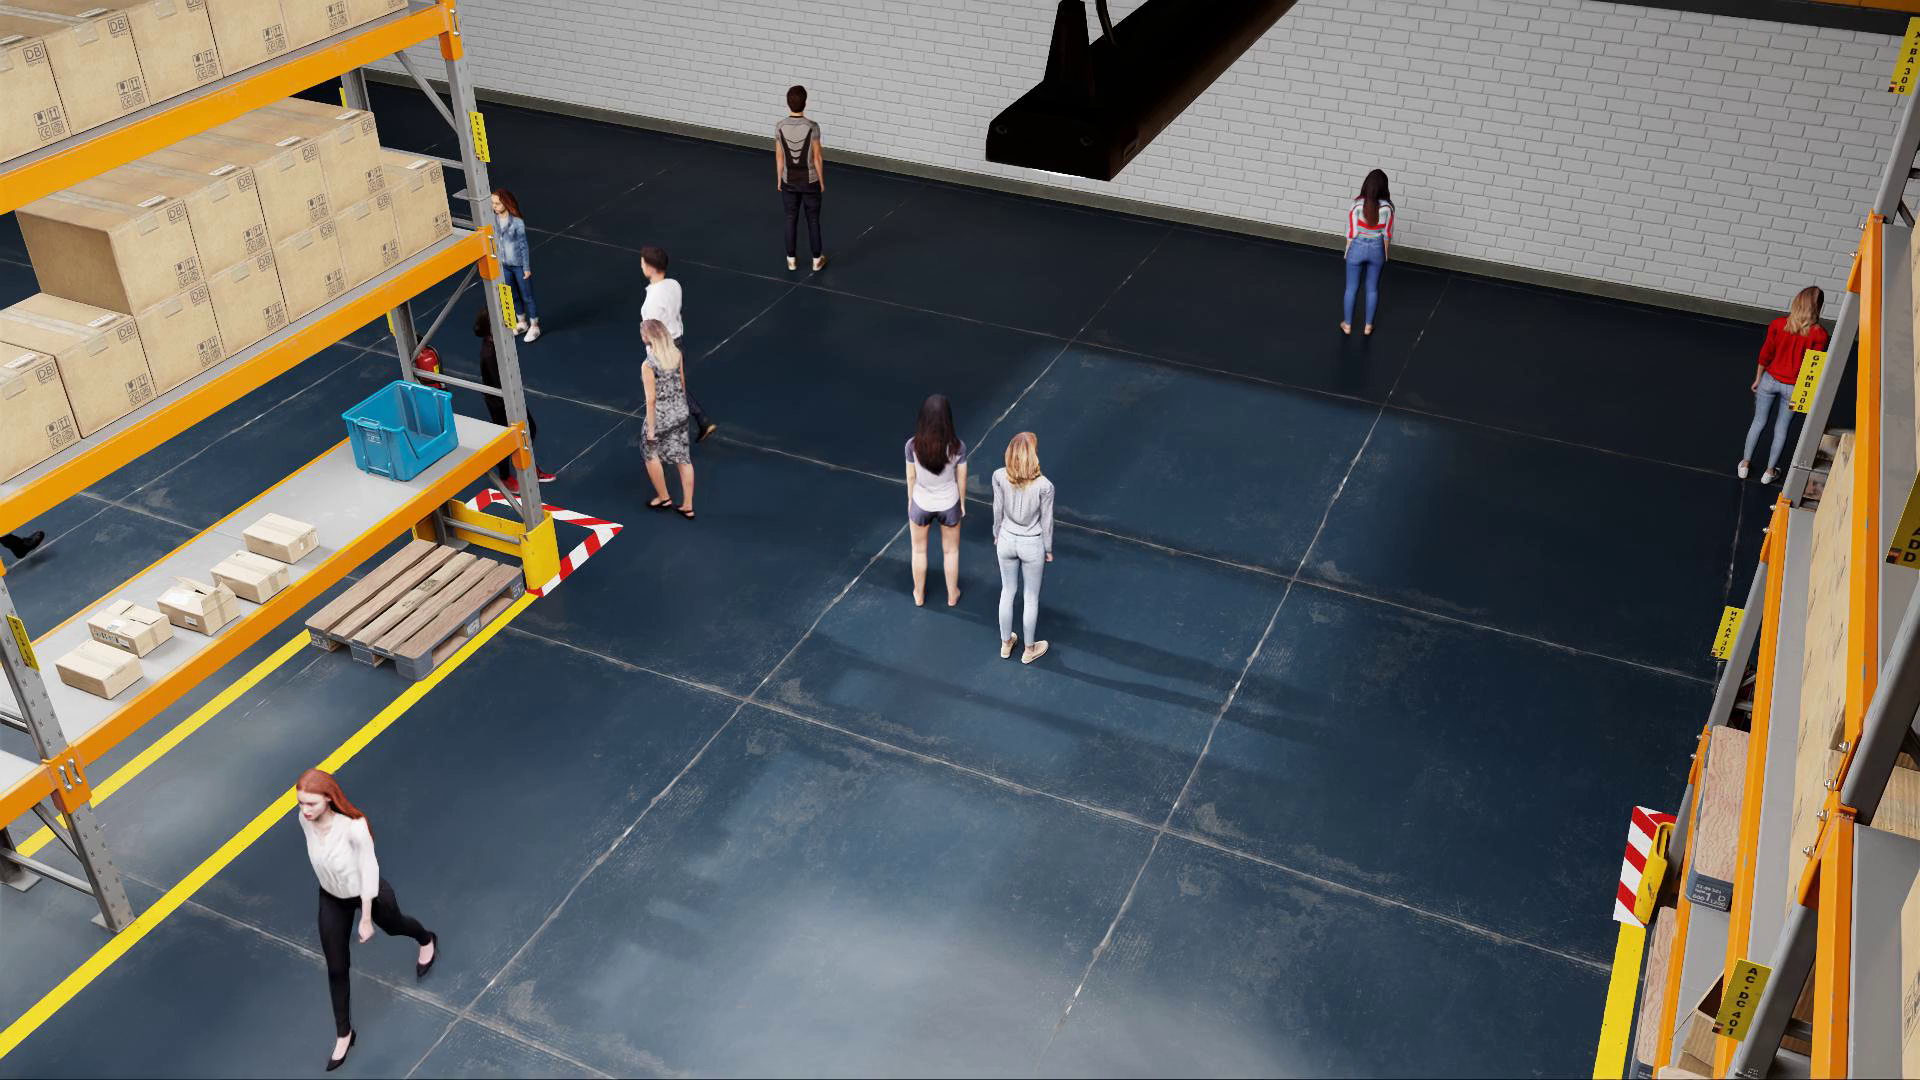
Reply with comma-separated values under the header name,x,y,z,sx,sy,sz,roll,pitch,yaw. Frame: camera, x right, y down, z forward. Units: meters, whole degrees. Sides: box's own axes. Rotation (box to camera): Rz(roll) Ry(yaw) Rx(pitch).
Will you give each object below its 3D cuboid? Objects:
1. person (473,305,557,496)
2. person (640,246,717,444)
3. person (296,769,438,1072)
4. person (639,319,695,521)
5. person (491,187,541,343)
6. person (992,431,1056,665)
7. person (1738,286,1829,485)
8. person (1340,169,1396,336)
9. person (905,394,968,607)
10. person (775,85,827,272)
name,x,y,z,sx,sy,sz,roll,pitch,yaw
person,-3.678,-1.082,13.155,0.796,1.664,0.727,0,34,0
person,-2.319,-1.509,13.623,0.732,1.857,0.806,11,35,15
person,-3.096,1.840,8.717,0.722,1.709,1.202,10,35,14
person,-2.191,-0.884,12.845,0.759,1.677,0.687,24,41,32
person,-4.175,-2.602,15.610,0.561,1.477,0.506,14,36,20
person,0.422,0.048,11.335,0.580,1.796,0.484,15,36,21
person,6.612,-1.248,13.369,0.654,1.703,0.555,21,39,28
person,3.826,-2.713,15.655,0.650,1.612,0.605,4,34,7
person,-0.182,-0.270,11.895,0.660,1.706,0.663,-2,34,-3
person,-1.608,-3.640,16.799,0.702,1.890,0.670,2,34,3
